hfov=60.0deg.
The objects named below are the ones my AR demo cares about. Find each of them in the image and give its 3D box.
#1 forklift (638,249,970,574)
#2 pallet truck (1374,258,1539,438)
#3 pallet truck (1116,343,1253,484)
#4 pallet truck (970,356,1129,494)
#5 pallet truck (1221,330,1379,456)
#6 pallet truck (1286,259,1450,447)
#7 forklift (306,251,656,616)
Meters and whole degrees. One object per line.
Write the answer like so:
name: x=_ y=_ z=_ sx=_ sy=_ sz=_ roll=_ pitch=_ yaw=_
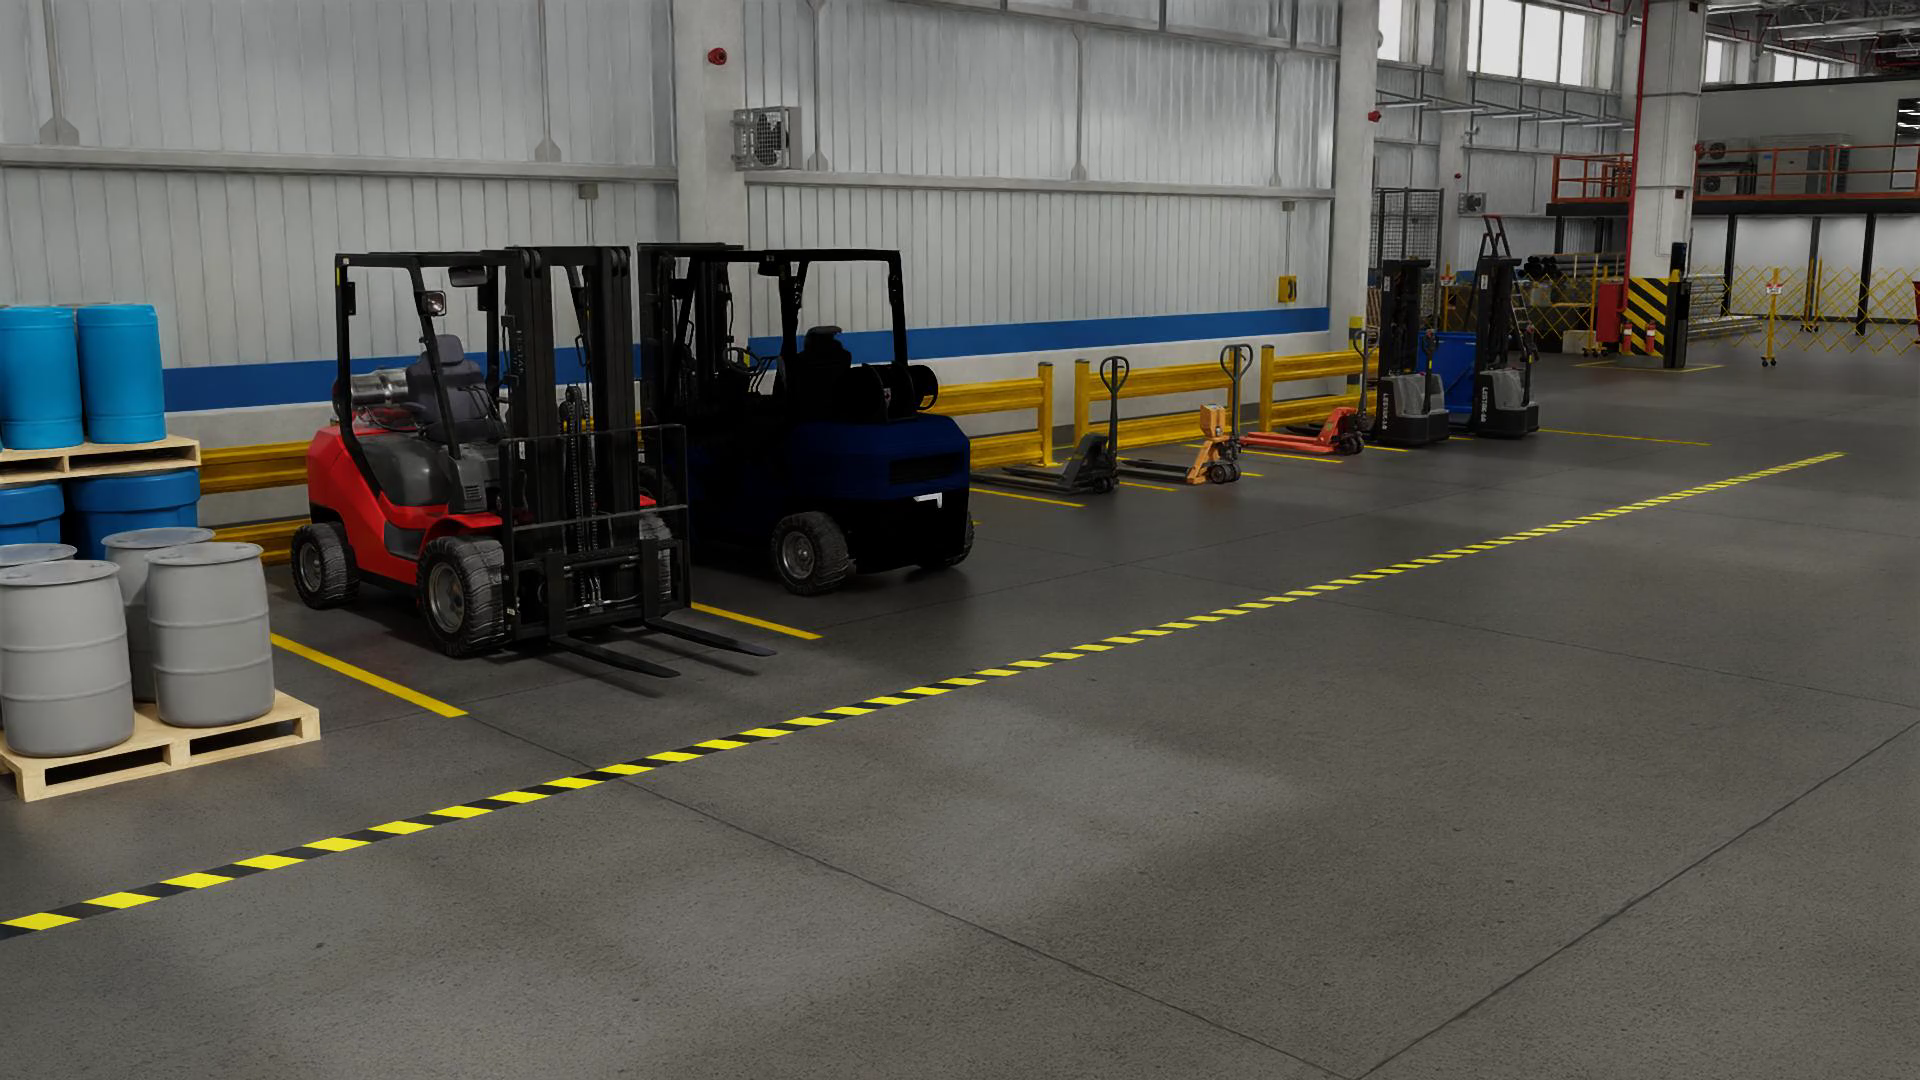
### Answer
forklift: x=-1.173 y=-0.958 z=11.239 sx=2.680 sy=1.987 sz=1.157 roll=10 pitch=14 yaw=43
pallet truck: x=5.704 y=-2.208 z=18.901 sx=1.885 sy=1.965 sz=0.823 roll=10 pitch=14 yaw=43
pallet truck: x=1.962 y=-1.215 z=15.415 sx=1.522 sy=1.261 sz=0.704 roll=10 pitch=14 yaw=43
pallet truck: x=0.784 y=-1.085 z=14.876 sx=0.680 sy=1.201 sz=1.601 roll=-10 pitch=14 yaw=-44
pallet truck: x=3.563 y=-1.581 z=17.381 sx=0.653 sy=1.274 sz=1.630 roll=-10 pitch=14 yaw=-44
pallet truck: x=4.493 y=-2.078 z=18.196 sx=0.823 sy=1.965 sz=1.885 roll=-9 pitch=14 yaw=-40
forklift: x=-2.833 y=-0.669 z=9.694 sx=1.157 sy=1.987 sz=2.680 roll=-10 pitch=14 yaw=-44
